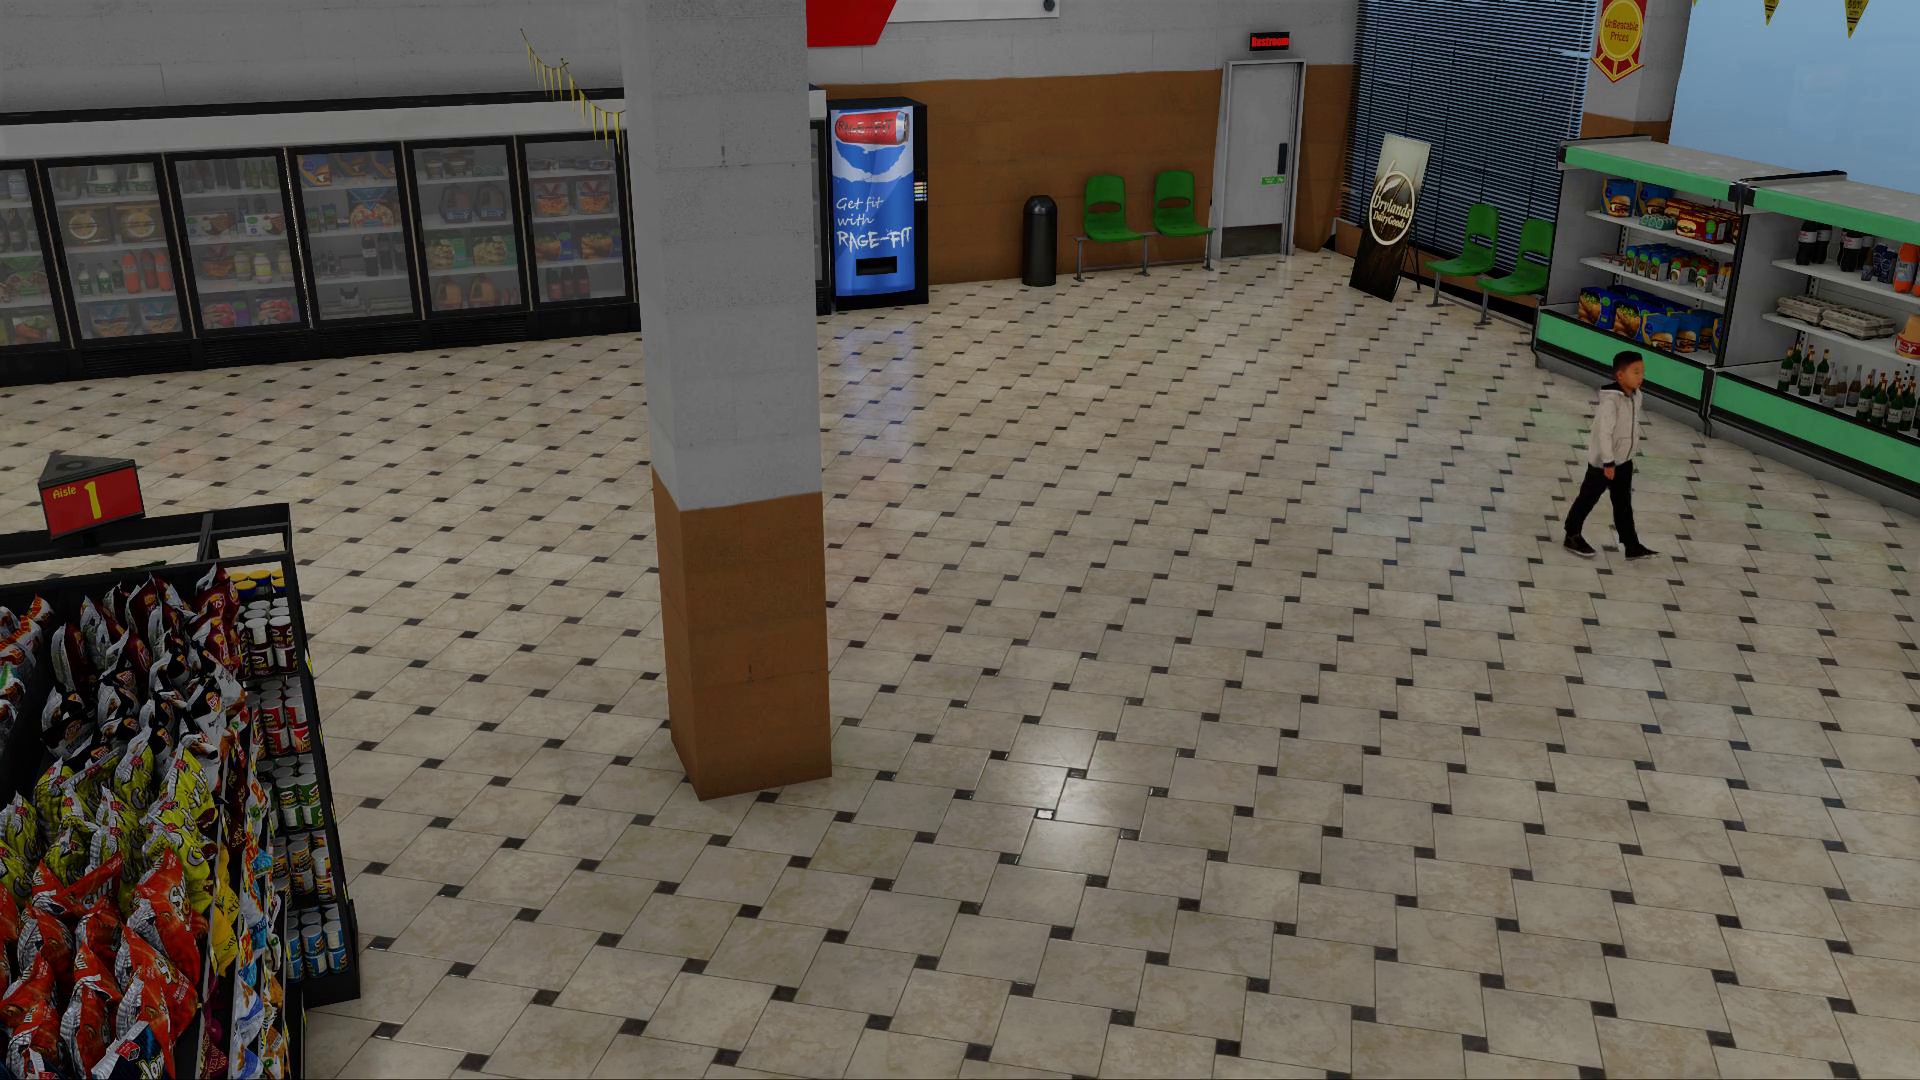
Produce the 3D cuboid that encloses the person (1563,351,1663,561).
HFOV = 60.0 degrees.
[{"bbox_3d":[4.268,-0.565,11.080,0.760,1.430,0.939,-16,27,-35],"label":"person"}]
